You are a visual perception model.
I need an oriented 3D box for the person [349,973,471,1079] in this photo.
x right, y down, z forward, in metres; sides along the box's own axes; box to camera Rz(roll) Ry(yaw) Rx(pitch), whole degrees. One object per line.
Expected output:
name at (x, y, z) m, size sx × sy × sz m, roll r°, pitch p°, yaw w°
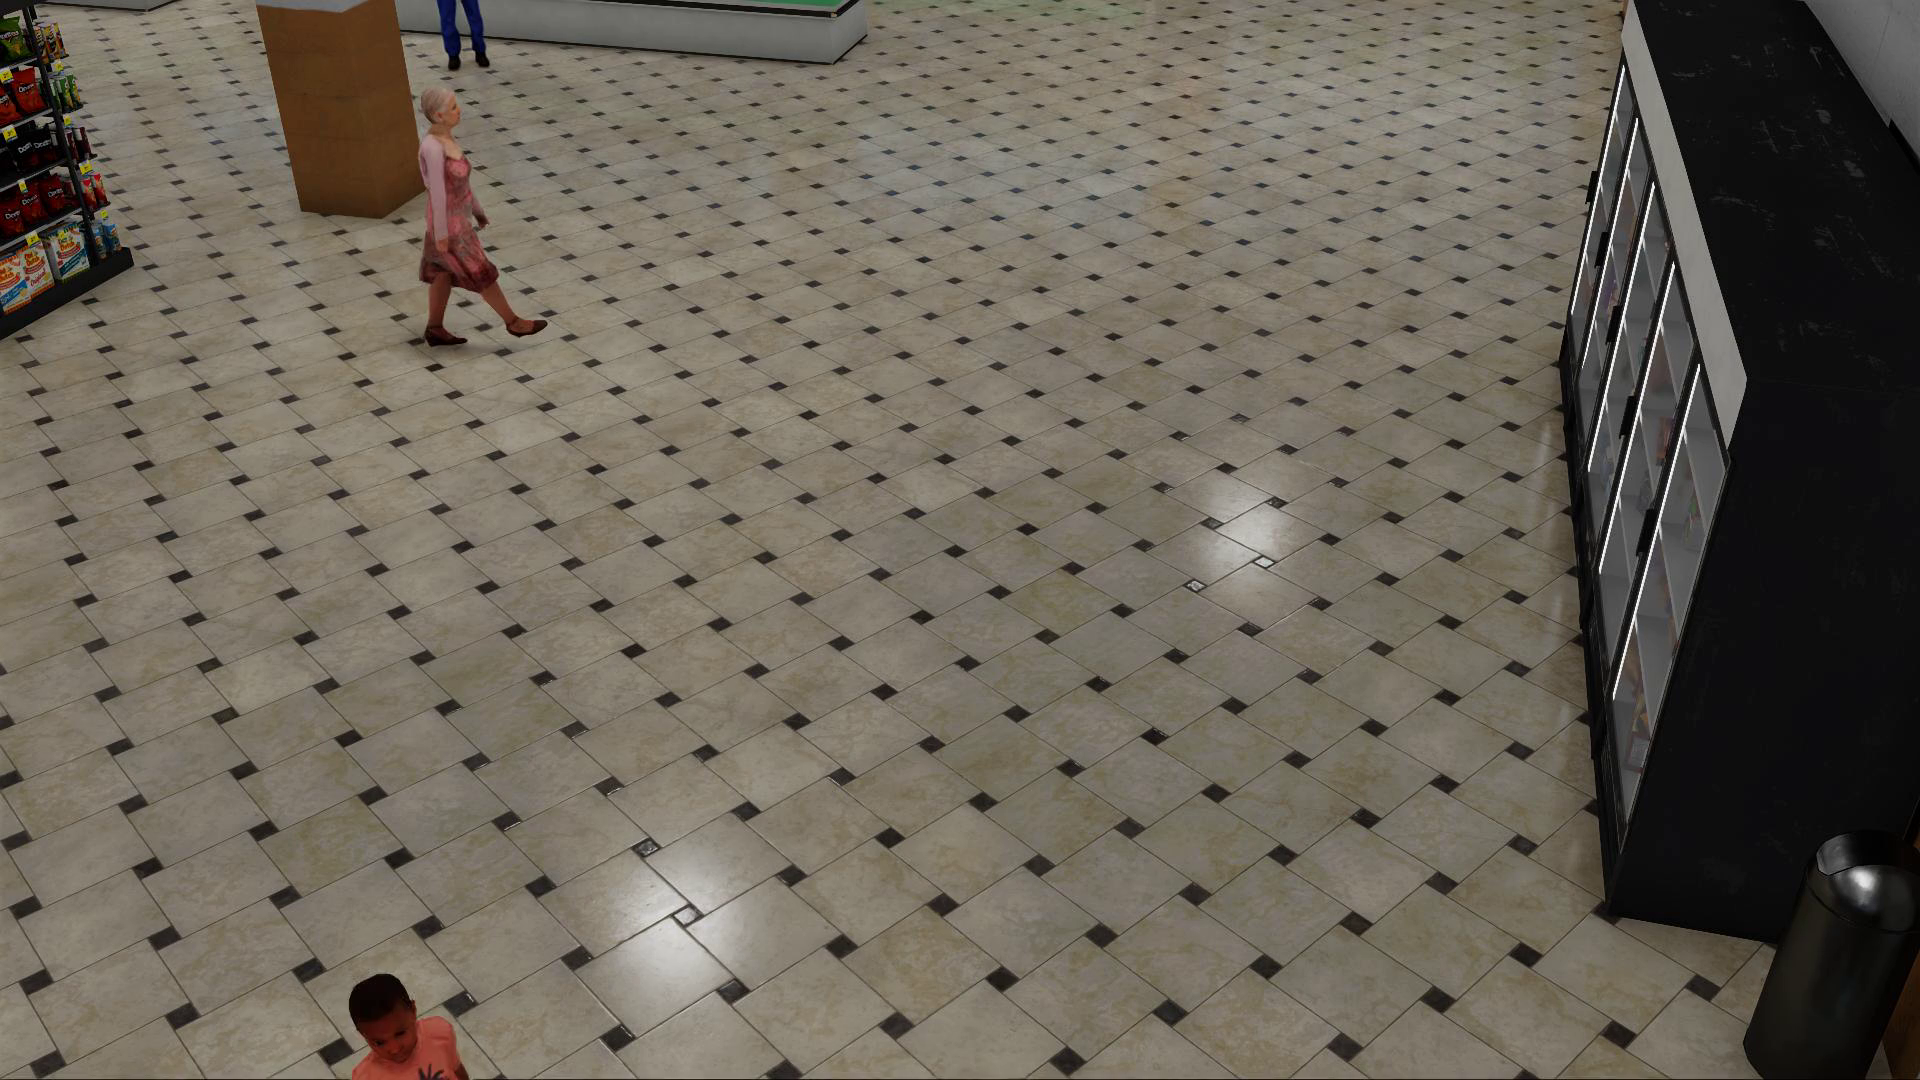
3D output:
person at (-1.521, 1.710, 4.771) m, size 0.603 × 1.309 × 0.606 m, roll 22°, pitch 38°, yaw 31°

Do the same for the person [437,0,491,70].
person at (-4.778, -5.390, 15.708) m, size 0.688 × 1.810 × 0.796 m, roll -10°, pitch 33°, yaw -16°

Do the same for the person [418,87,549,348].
person at (-3.238, -1.944, 10.316) m, size 1.108 × 1.656 × 0.908 m, roll -6°, pitch 32°, yaw -9°
